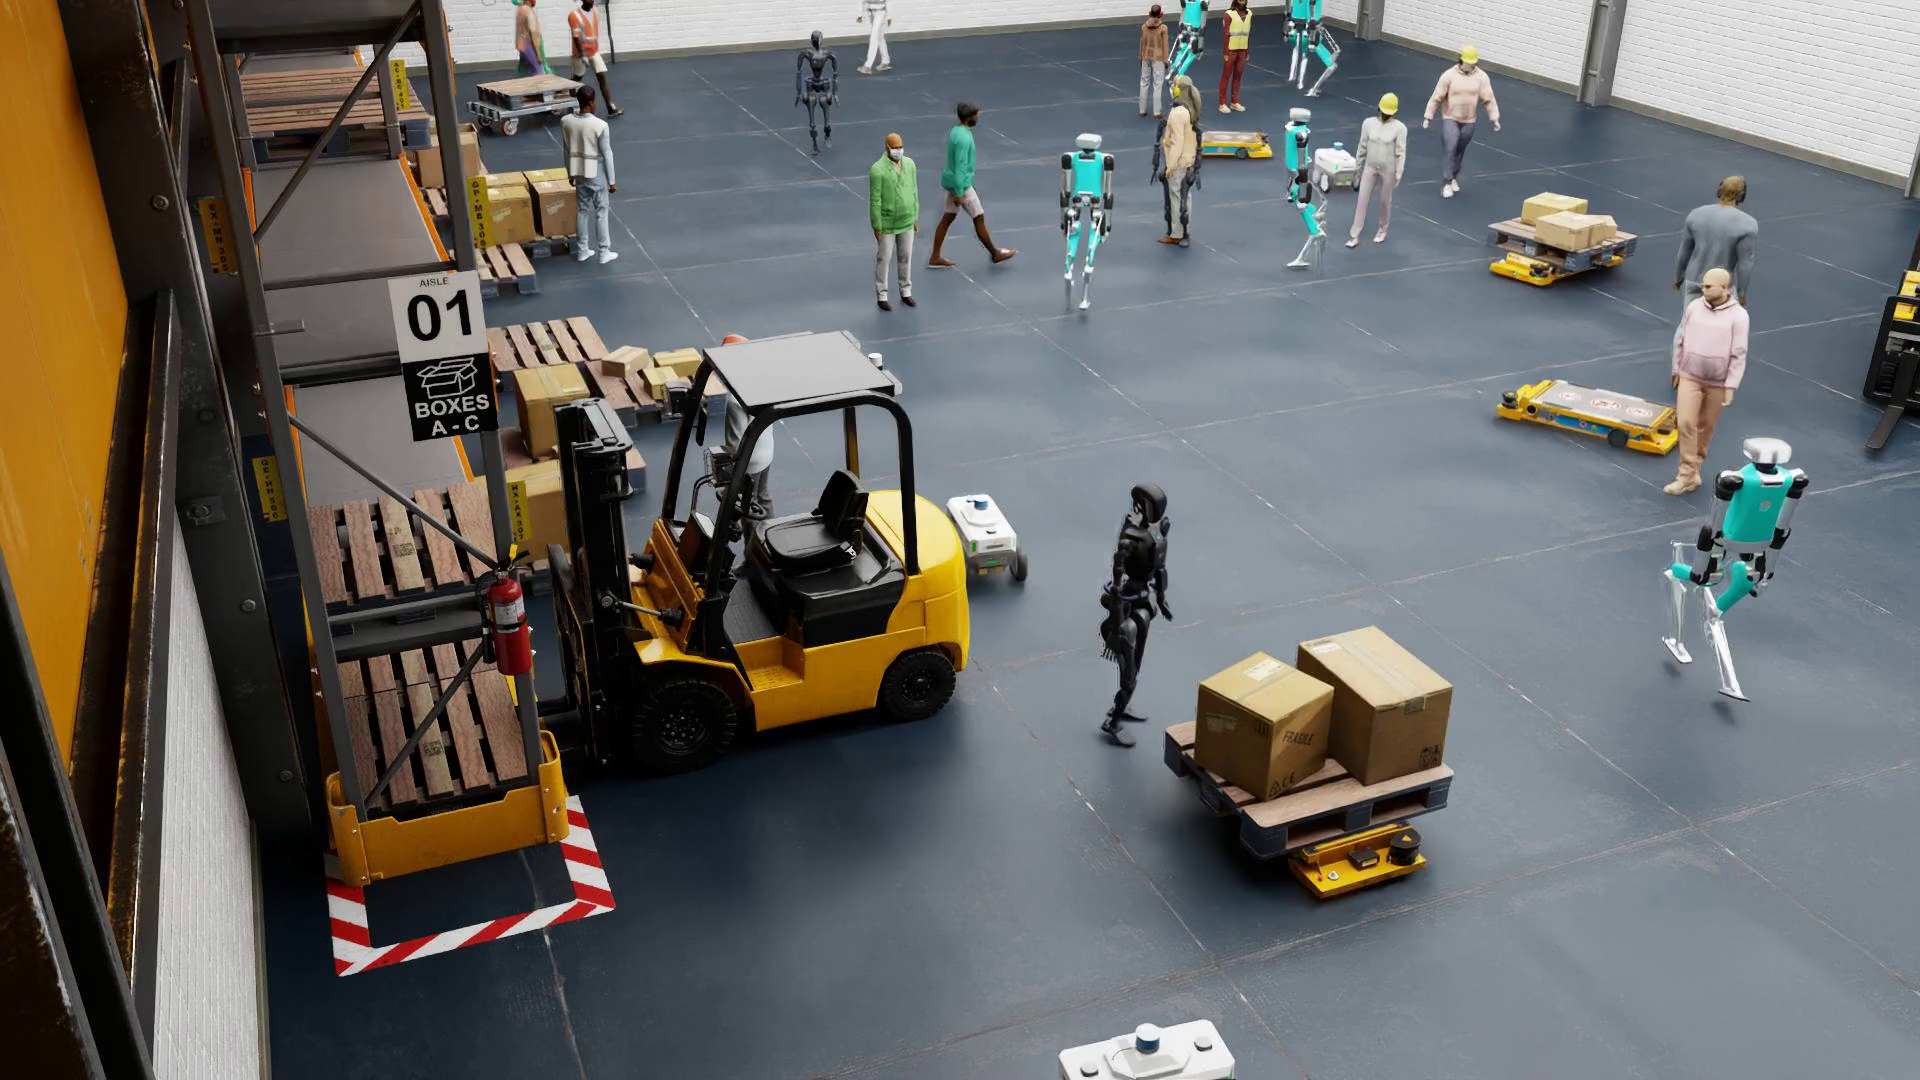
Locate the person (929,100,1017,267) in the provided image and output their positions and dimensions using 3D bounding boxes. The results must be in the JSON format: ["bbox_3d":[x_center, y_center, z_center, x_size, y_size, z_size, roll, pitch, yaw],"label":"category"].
[{"bbox_3d":[0.102,-3.810,17.868,0.983,1.789,0.523,-6,27,-11],"label":"person"}]

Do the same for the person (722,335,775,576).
[{"bbox_3d":[-1.479,-0.585,11.513,0.352,1.740,0.571,7,28,14],"label":"person"}]

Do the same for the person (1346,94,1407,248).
[{"bbox_3d":[4.655,-4.119,18.560,0.591,1.713,0.800,16,31,29],"label":"person"}]

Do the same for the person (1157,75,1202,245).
[{"bbox_3d":[2.485,-4.262,18.678,0.391,1.875,0.565,13,29,24],"label":"person"}]

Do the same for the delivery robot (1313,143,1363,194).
[{"bbox_3d":[4.765,-4.703,21.036,0.499,0.606,0.809,-5,27,-10],"label":"delivery robot"}]

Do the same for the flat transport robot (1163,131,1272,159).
[{"bbox_3d":[3.513,-5.401,22.730,1.431,0.231,0.659,2,27,3],"label":"flat transport robot"}]

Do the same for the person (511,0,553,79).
[{"bbox_3d":[-6.534,-7.450,25.114,0.955,1.787,0.528,-19,32,-33],"label":"person"}]

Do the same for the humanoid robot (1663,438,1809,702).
[{"bbox_3d":[4.632,0.105,10.169,0.534,1.749,1.010,-2,27,-5],"label":"humanoid robot"}]

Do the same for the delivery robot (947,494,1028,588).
[{"bbox_3d":[0.149,-0.029,11.718,0.499,0.587,0.788,-7,28,-13],"label":"delivery robot"}]

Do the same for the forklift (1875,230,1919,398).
[{"bbox_3d":[9.029,-2.397,14.618,1.214,2.155,2.313,18,32,32],"label":"forklift"}]

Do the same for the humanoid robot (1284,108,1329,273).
[{"bbox_3d":[3.779,-3.654,17.749,0.762,1.895,0.543,-3,27,-5],"label":"humanoid robot"}]

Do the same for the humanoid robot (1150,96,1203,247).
[{"bbox_3d":[2.421,-4.141,18.645,0.615,1.650,0.382,12,29,23],"label":"humanoid robot"}]

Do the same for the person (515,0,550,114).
[{"bbox_3d":[-6.445,-7.267,24.723,0.655,1.805,0.608,-12,29,-23],"label":"person"}]

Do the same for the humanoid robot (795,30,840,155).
[{"bbox_3d":[-1.932,-6.081,22.517,0.610,1.636,0.488,0,27,1],"label":"humanoid robot"}]

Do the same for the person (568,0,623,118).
[{"bbox_3d":[-5.479,-7.196,24.486,1.032,1.906,0.589,19,32,33],"label":"person"}]

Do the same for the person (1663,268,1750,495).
[{"bbox_3d":[5.709,-1.211,12.743,0.551,1.750,0.601,16,31,28],"label":"person"}]

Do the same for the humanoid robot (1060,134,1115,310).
[{"bbox_3d":[1.206,-3.035,16.415,0.539,1.795,0.796,6,27,12],"label":"humanoid robot"}]

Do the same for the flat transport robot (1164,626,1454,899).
[{"bbox_3d":[1.866,1.421,9.161,0.659,0.231,1.431,-11,29,-21],"label":"flat transport robot"}]

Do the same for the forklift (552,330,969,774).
[{"bbox_3d":[-1.094,0.010,9.831,2.313,2.155,1.214,-10,28,-20],"label":"forklift"}]

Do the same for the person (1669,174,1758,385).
[{"bbox_3d":[6.611,-2.256,14.641,0.449,1.917,0.679,-20,33,-34],"label":"person"}]

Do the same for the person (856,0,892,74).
[{"bbox_3d":[-1.472,-8.652,27.443,0.921,1.839,0.604,-22,34,-37],"label":"person"}]

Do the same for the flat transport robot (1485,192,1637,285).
[{"bbox_3d":[6.480,-3.045,18.044,1.431,0.231,0.659,-17,32,-31],"label":"flat transport robot"}]

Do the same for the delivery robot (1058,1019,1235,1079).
[{"bbox_3d":[0.808,2.310,7.071,0.763,0.592,0.505,-8,28,-15],"label":"delivery robot"}]

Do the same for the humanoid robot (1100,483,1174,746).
[{"bbox_3d":[1.003,0.395,9.639,0.405,1.640,0.596,18,32,32],"label":"humanoid robot"}]

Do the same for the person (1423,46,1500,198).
[{"bbox_3d":[6.184,-5.162,20.515,0.858,1.825,0.827,0,27,1],"label":"person"}]

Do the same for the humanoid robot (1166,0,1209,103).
[{"bbox_3d":[3.357,-7.408,25.114,0.657,1.819,0.537,-20,33,-34],"label":"humanoid robot"}]

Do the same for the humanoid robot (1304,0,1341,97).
[{"bbox_3d":[5.652,-7.763,25.728,0.683,1.739,0.542,9,28,17],"label":"humanoid robot"}]

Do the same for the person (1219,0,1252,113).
[{"bbox_3d":[4.114,-7.303,24.839,0.467,1.774,0.384,-13,29,-24],"label":"person"}]

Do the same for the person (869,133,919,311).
[{"bbox_3d":[-0.660,-3.186,16.656,0.534,1.778,0.390,-16,31,-29],"label":"person"}]

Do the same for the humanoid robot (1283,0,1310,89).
[{"bbox_3d":[5.403,-8.047,26.385,0.547,1.791,0.815,8,28,15],"label":"humanoid robot"}]

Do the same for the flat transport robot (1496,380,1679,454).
[{"bbox_3d":[5.376,-1.069,14.114,1.431,0.231,0.659,20,33,34],"label":"flat transport robot"}]

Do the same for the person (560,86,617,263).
[{"bbox_3d":[-4.010,-3.946,18.020,0.596,1.906,0.402,10,28,19],"label":"person"}]

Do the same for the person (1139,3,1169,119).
[{"bbox_3d":[2.834,-7.024,24.426,0.463,1.648,0.327,15,30,27],"label":"person"}]
